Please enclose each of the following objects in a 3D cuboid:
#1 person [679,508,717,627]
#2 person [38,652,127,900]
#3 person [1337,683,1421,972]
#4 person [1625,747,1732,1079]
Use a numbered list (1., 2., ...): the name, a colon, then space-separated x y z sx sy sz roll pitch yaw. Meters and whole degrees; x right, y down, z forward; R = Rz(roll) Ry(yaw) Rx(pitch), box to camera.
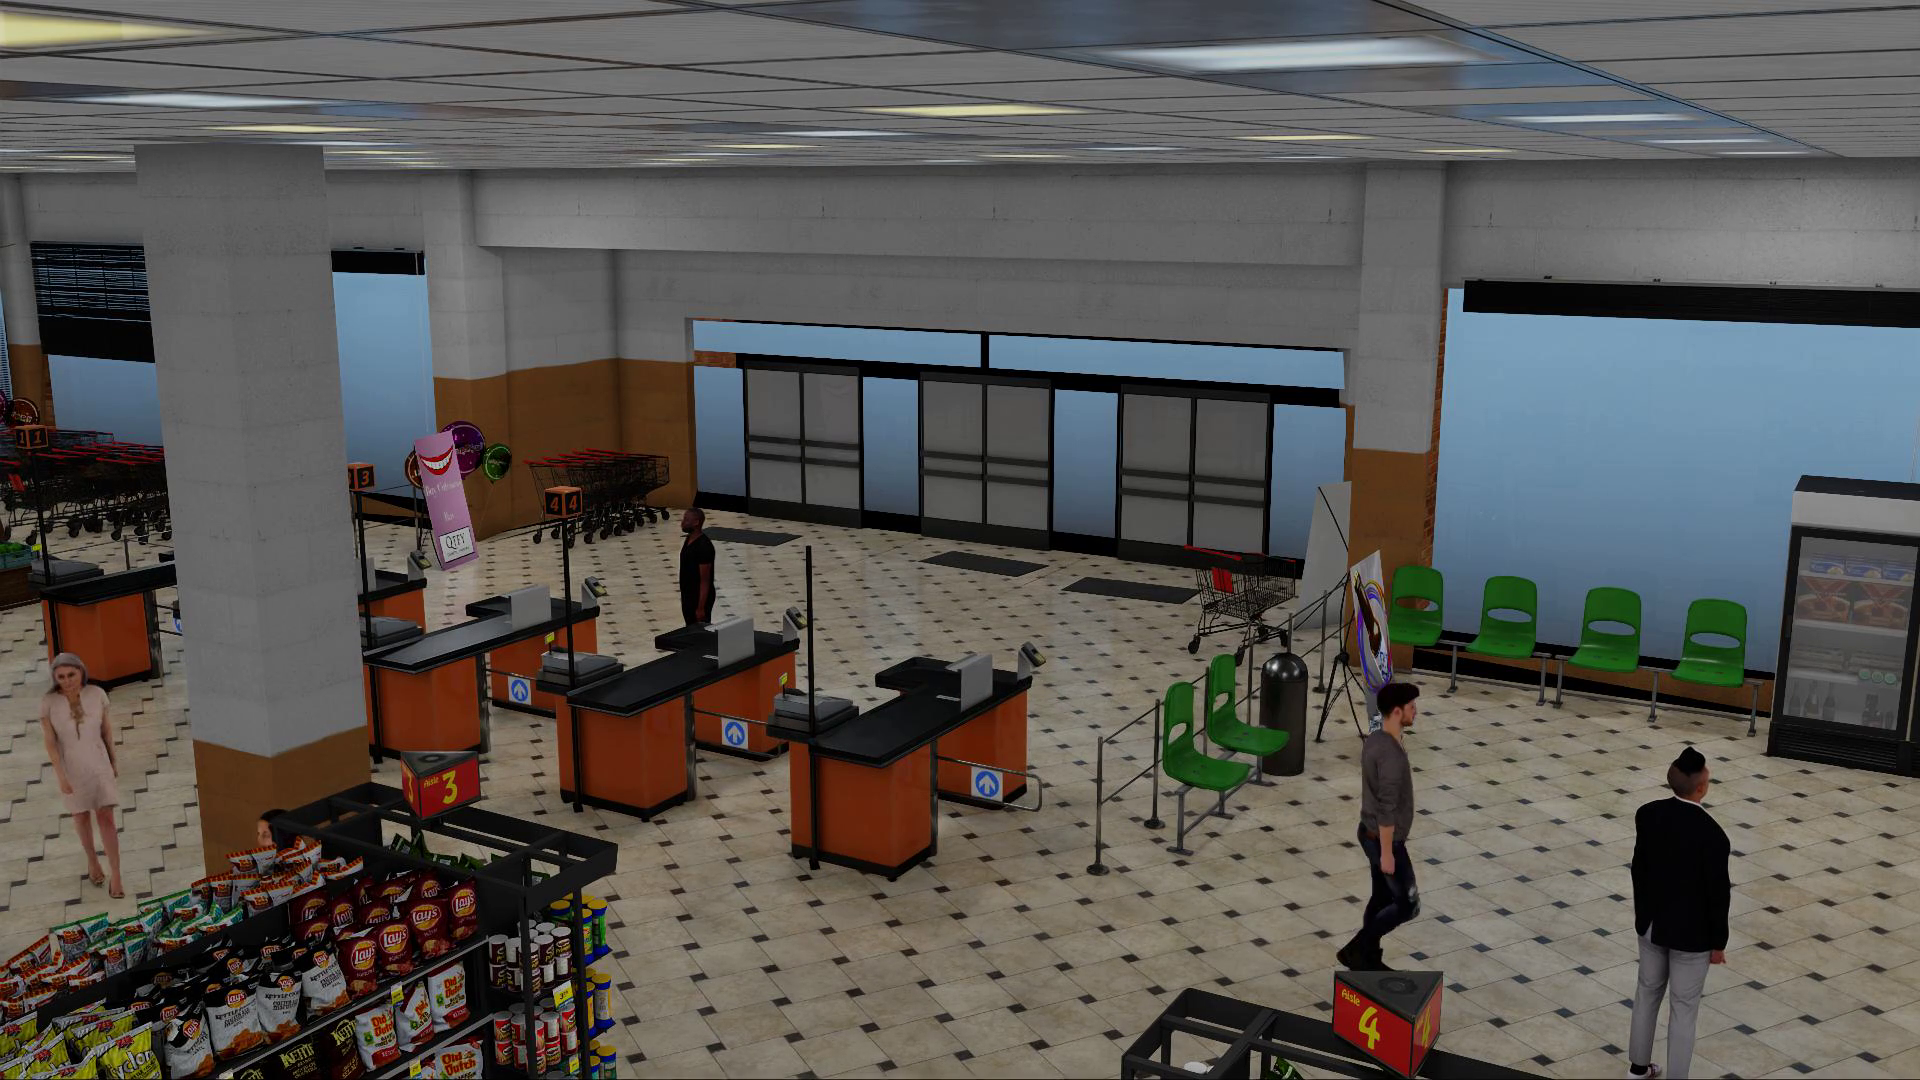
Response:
1. person: -2.484 0.582 15.771 0.755 1.819 0.750 -6 13 -27
2. person: -5.999 1.579 11.319 1.054 1.702 0.943 -9 15 -36
3. person: 2.452 1.779 9.913 0.877 1.891 0.769 2 12 9
4. person: 3.760 1.996 8.740 0.783 1.949 0.795 -7 14 -30
